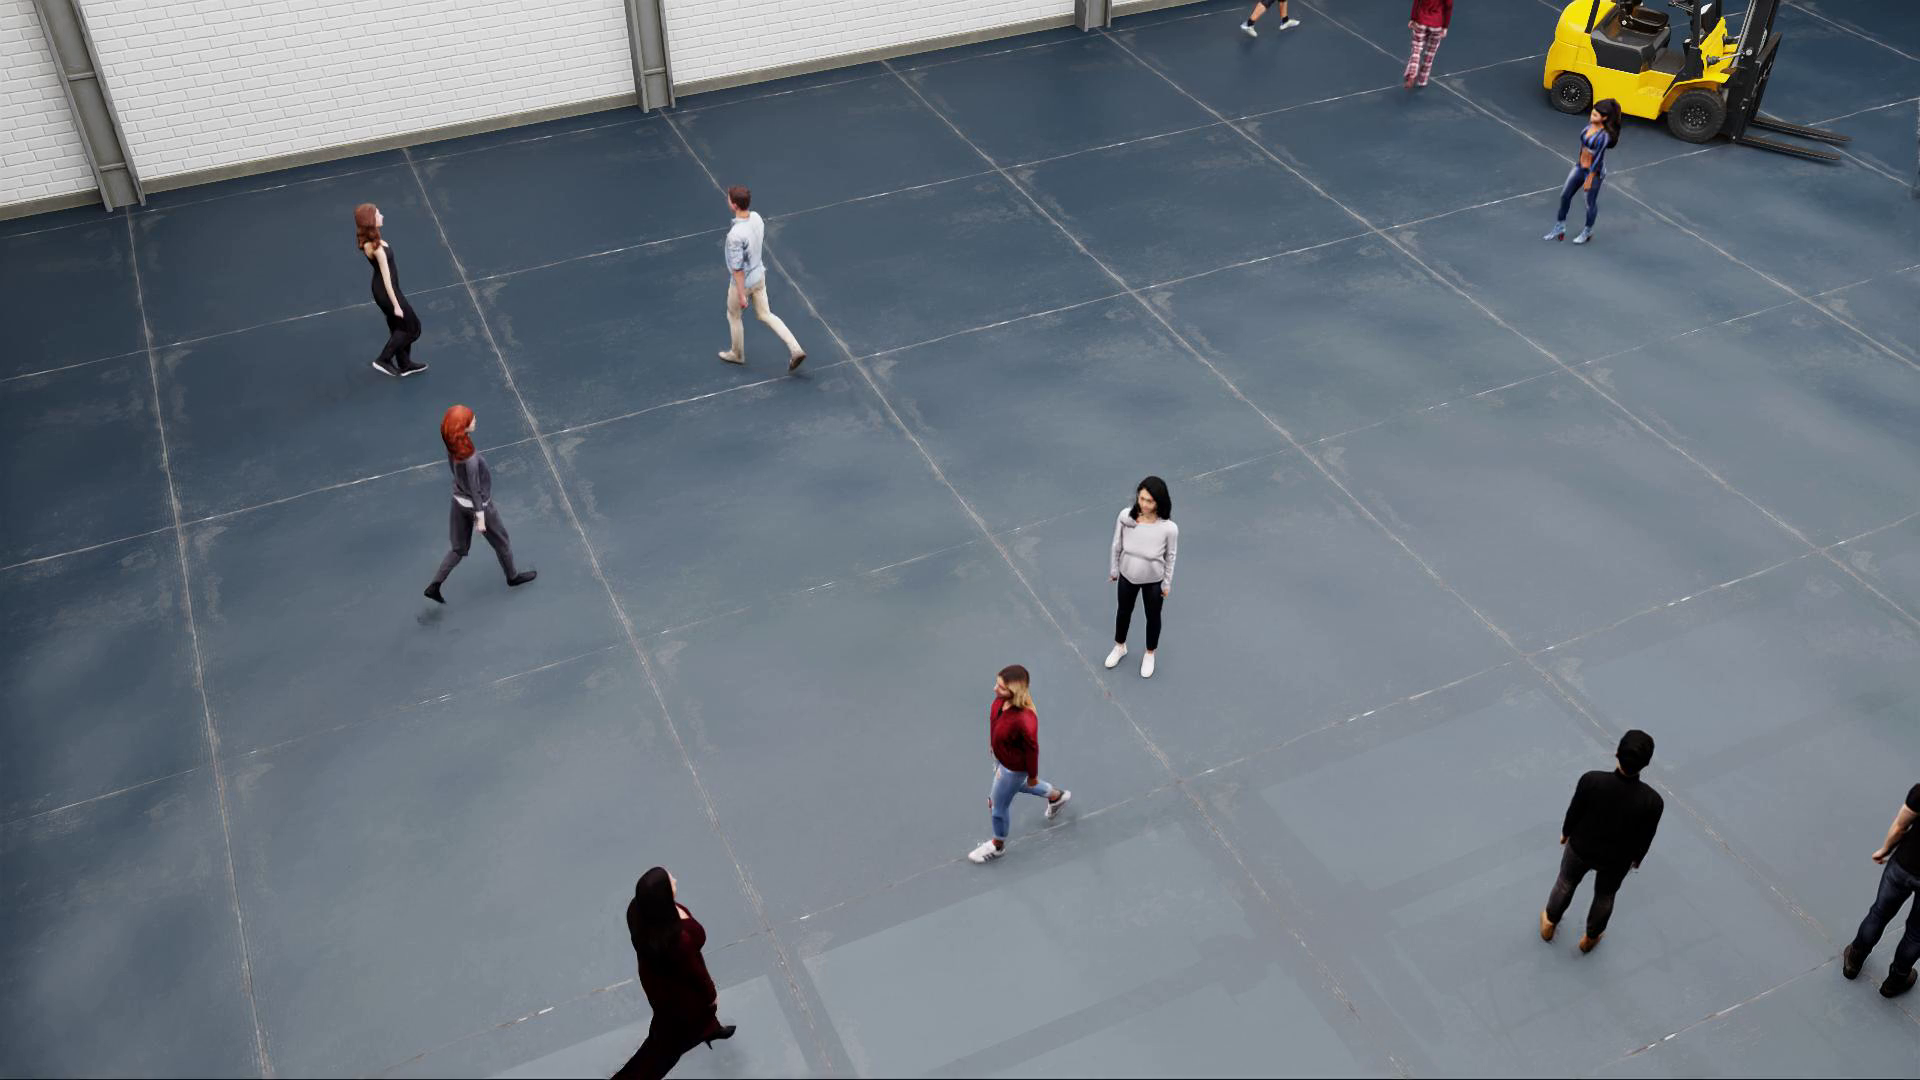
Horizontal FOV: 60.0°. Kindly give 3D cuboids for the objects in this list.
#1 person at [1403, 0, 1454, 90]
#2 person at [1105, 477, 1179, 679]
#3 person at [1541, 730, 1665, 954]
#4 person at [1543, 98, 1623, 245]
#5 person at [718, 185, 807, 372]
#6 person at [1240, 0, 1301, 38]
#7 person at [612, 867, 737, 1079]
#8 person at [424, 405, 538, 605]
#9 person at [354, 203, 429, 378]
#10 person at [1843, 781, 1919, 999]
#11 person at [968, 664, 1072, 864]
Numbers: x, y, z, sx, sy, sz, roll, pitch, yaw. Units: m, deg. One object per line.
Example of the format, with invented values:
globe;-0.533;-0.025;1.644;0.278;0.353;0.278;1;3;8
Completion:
person;5.604;-6.184;19.945;0.888;1.678;0.972;19;42;22
person;1.311;0.247;11.876;0.695;1.700;0.744;15;41;18
person;3.830;1.804;9.909;0.723;1.720;0.746;19;42;22
person;6.481;-3.747;16.958;0.785;1.598;0.702;-9;40;-12
person;-1.821;-2.298;14.968;1.168;1.817;1.172;18;42;21
person;4.016;-7.343;21.281;1.190;1.822;0.687;-17;42;-20
person;-1.630;2.483;9.062;1.138;1.717;0.778;-23;44;-26
person;-3.711;-0.217;12.417;1.164;1.748;0.804;-27;46;-30
person;-5.210;-2.189;14.892;0.717;1.741;0.614;-18;42;-22
person;5.580;1.922;9.623;0.742;1.893;0.697;32;48;33
person;0.395;1.367;10.543;1.011;1.611;0.676;-12;40;-14
